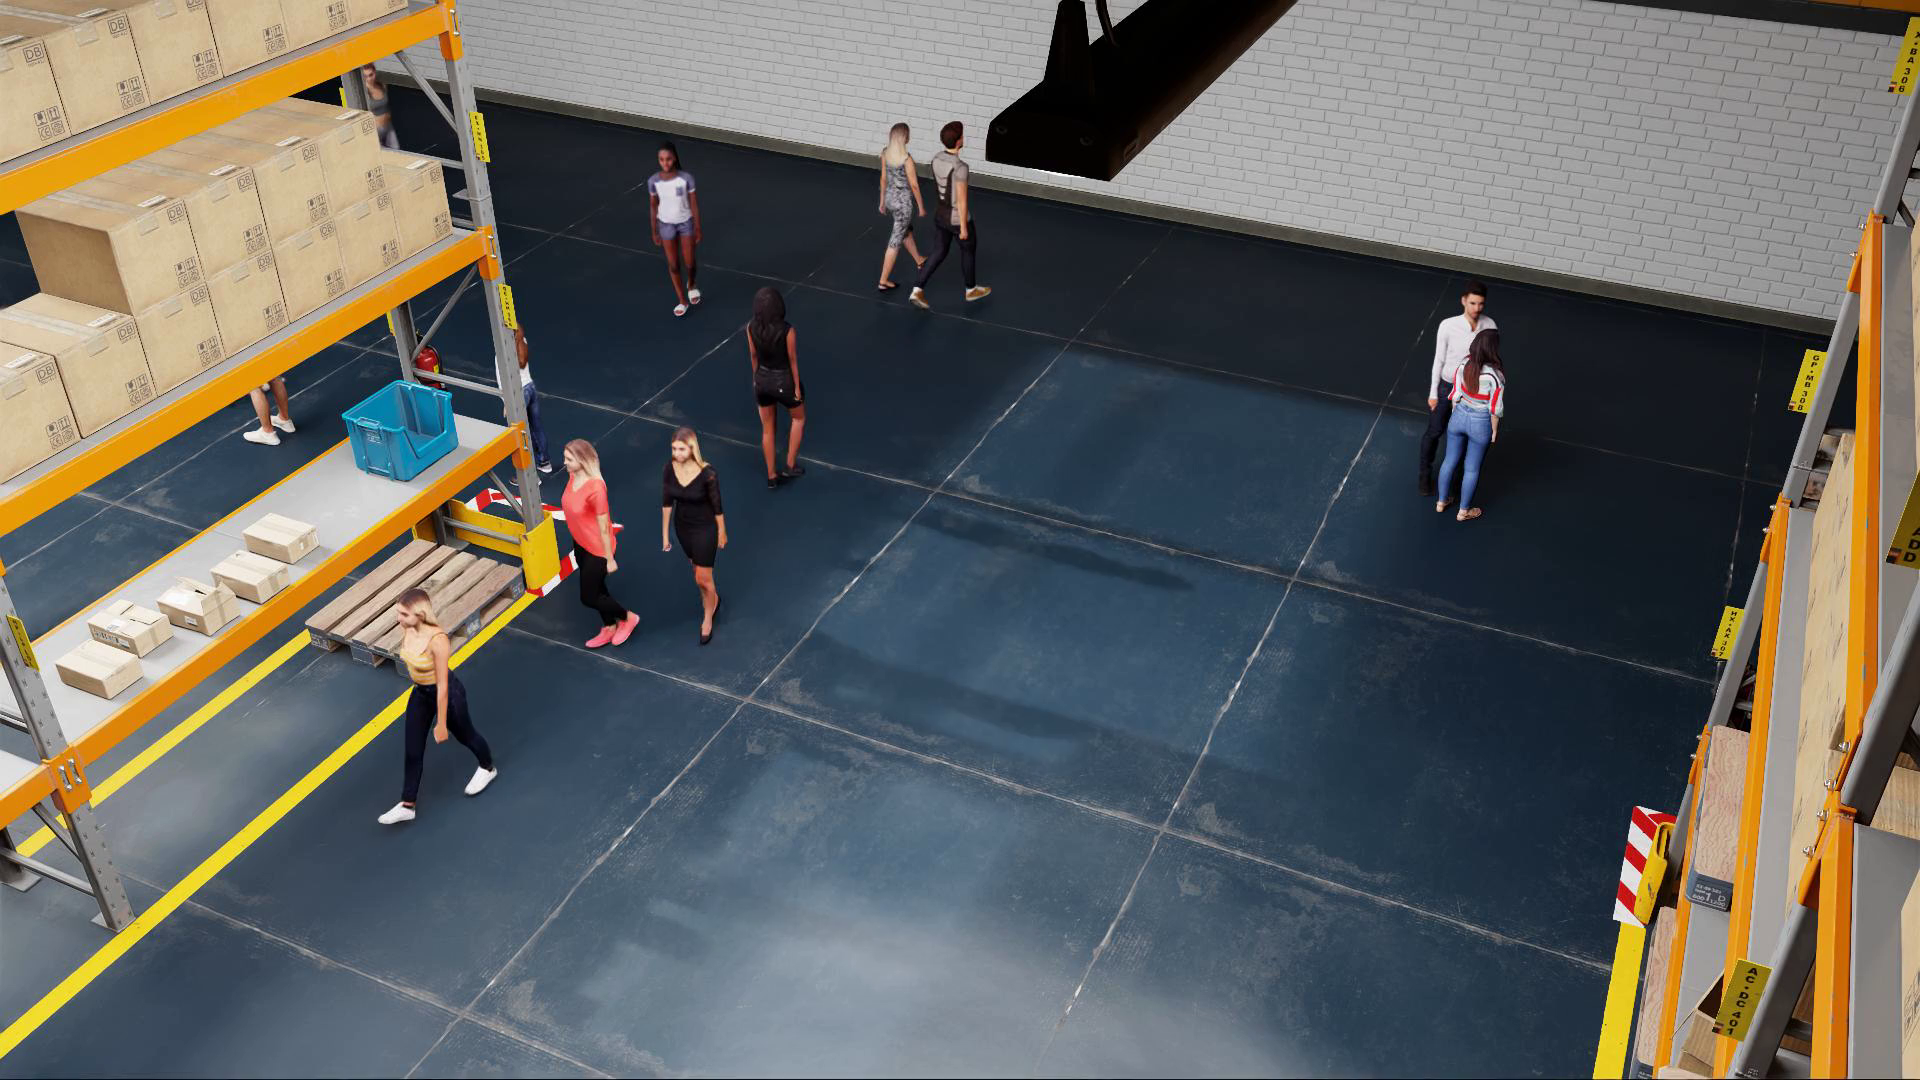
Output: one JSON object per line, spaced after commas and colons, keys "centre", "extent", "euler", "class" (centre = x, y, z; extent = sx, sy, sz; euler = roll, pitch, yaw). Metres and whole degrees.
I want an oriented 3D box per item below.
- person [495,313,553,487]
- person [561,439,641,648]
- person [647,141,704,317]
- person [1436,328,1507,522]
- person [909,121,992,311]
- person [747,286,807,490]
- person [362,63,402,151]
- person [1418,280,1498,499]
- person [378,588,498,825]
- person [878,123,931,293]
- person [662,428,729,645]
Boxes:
{"centre": [-3.534, -1.165, 13.375], "extent": [0.620, 1.558, 0.489], "euler": [10, 35, 14], "class": "person"}
{"centre": [-2.434, 0.033, 11.463], "extent": [0.800, 1.680, 0.749], "euler": [-22, 39, -29], "class": "person"}
{"centre": [-2.714, -3.025, 16.035], "extent": [0.748, 1.712, 0.781], "euler": [-1, 34, -1], "class": "person"}
{"centre": [3.980, -0.912, 12.946], "extent": [0.628, 1.612, 0.659], "euler": [-28, 42, -35], "class": "person"}
{"centre": [-0.141, -3.067, 15.959], "extent": [1.272, 1.865, 0.959], "euler": [-27, 42, -34], "class": "person"}
{"centre": [-1.494, -1.158, 13.214], "extent": [0.626, 1.724, 0.636], "euler": [11, 35, 16], "class": "person"}
{"centre": [-6.343, -4.422, 18.176], "extent": [0.724, 1.668, 0.620], "euler": [15, 36, 21], "class": "person"}
{"centre": [3.944, -1.217, 13.181], "extent": [0.697, 1.859, 0.710], "euler": [0, 34, 0], "class": "person"}
{"centre": [-3.117, 0.955, 10.155], "extent": [0.717, 1.592, 1.082], "euler": [22, 39, 29], "class": "person"}
{"centre": [-0.668, -3.236, 16.402], "extent": [1.131, 1.656, 0.844], "euler": [-28, 43, -35], "class": "person"}
{"centre": [-1.802, -0.094, 11.676], "extent": [0.586, 1.656, 0.678], "euler": [12, 36, 18], "class": "person"}
